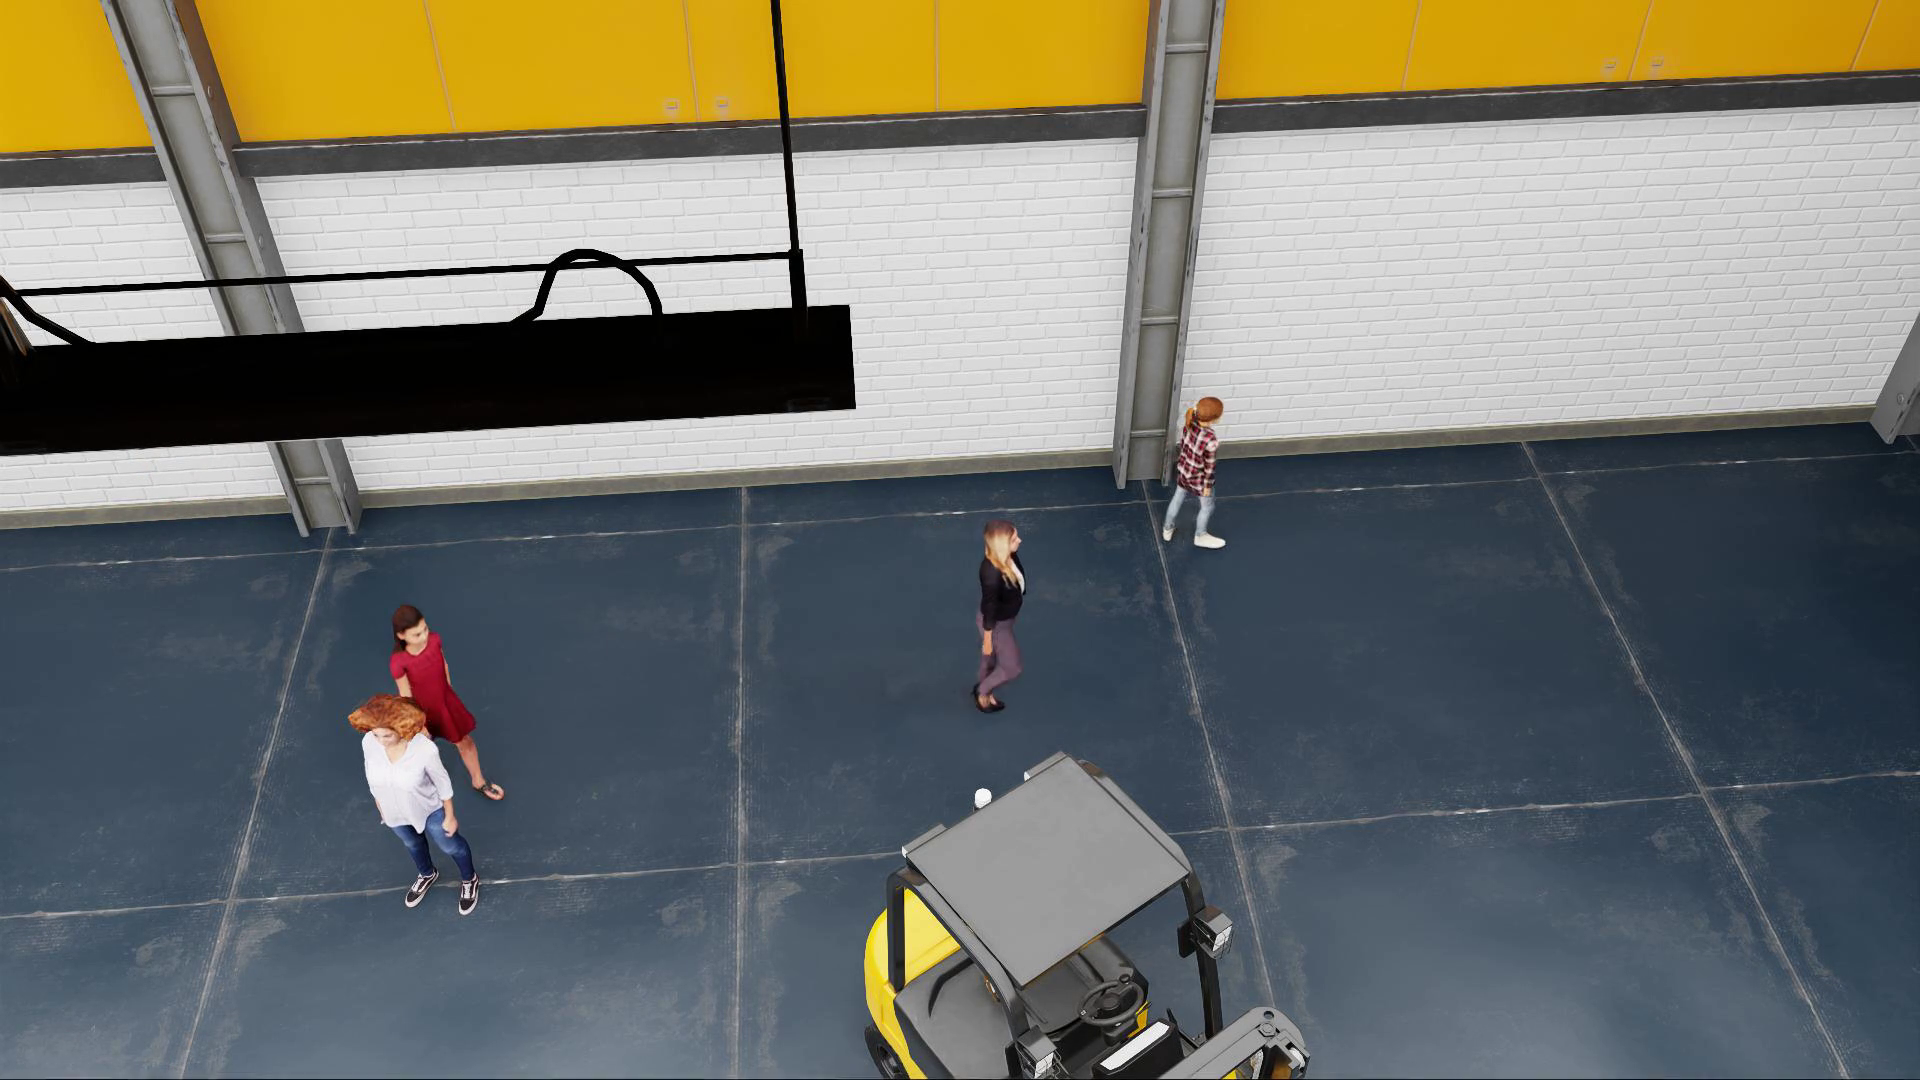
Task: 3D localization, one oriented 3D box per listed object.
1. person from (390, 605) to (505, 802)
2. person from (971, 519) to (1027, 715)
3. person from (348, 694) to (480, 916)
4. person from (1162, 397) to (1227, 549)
[{"bbox_3d":[-3.231,0.942,9.970,1.051,1.525,0.975,30,51,27],"label":"person"},{"bbox_3d":[0.140,0.501,10.334,0.656,1.660,0.671,7,44,8],"label":"person"},{"bbox_3d":[-3.032,1.454,9.298,0.619,1.710,0.761,7,44,7],"label":"person"},{"bbox_3d":[1.617,-0.475,11.627,0.700,1.291,0.688,-25,49,-24],"label":"person"}]
